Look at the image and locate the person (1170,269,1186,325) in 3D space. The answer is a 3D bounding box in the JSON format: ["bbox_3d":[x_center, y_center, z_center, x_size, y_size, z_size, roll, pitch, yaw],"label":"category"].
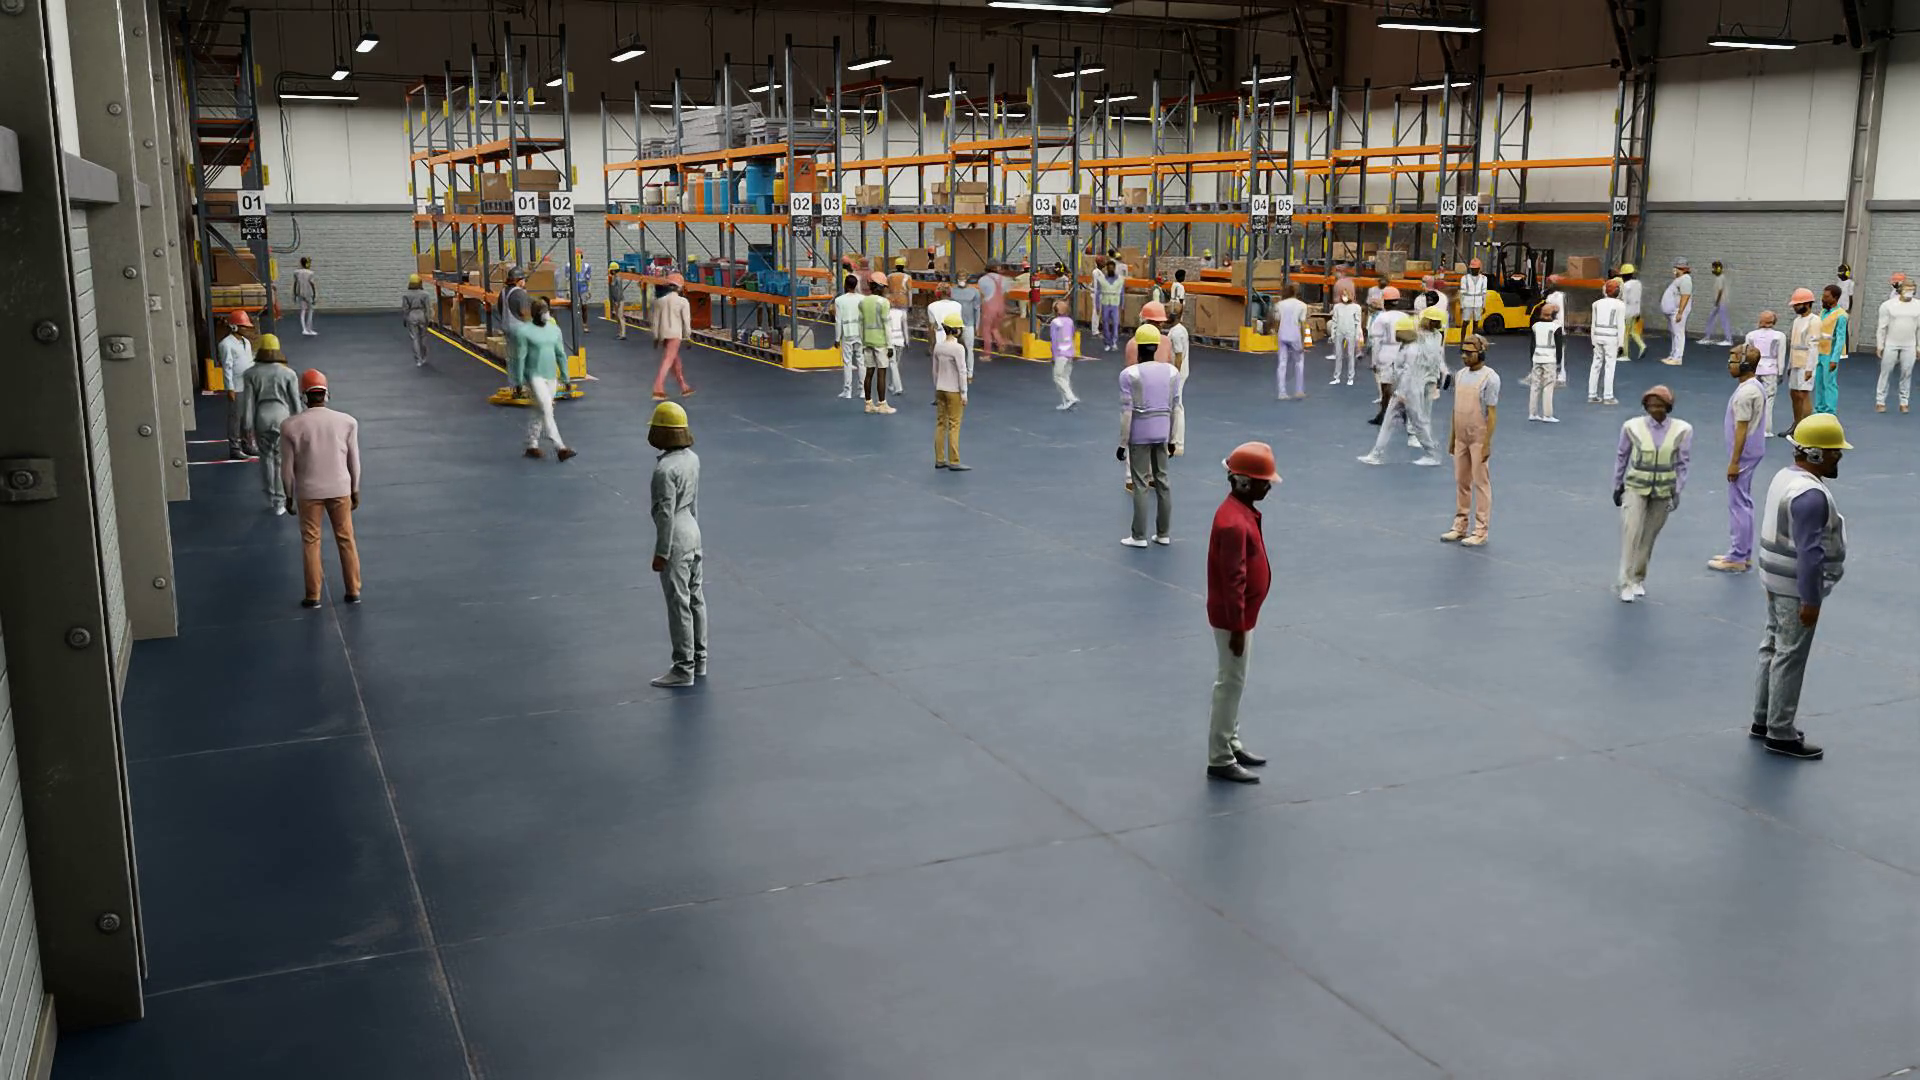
[{"bbox_3d":[4.636,-4.915,35.415,0.320,1.686,0.542,-2,11,-12],"label":"person"}]

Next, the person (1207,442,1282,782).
[{"bbox_3d":[1.434,0.364,8.455,0.355,1.739,0.574,3,11,13],"label":"person"}]

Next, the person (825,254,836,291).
[{"bbox_3d":[-3.947,-8.079,51.663,0.521,1.617,0.549,0,11,2],"label":"person"}]

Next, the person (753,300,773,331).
[{"bbox_3d":[-4.574,-5.774,38.877,0.609,2.040,0.395,2,11,8],"label":"person"}]

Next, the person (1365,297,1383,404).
[{"bbox_3d":[6.352,-2.873,25.214,0.442,1.611,0.535,-2,11,-9],"label":"person"}]

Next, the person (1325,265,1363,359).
[{"bbox_3d":[7.599,-4.460,32.658,0.693,1.871,0.663,10,15,42],"label":"person"}]

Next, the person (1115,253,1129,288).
[{"bbox_3d":[4.598,-7.456,48.258,0.535,1.720,0.897,6,13,28],"label":"person"}]

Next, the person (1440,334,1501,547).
[{"bbox_3d":[4.451,-0.867,14.457,0.339,1.839,0.504,-5,12,-25],"label":"person"}]

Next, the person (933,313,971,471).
[{"bbox_3d":[-0.087,-1.663,18.686,0.321,1.767,0.533,-9,14,-37],"label":"person"}]

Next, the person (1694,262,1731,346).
[{"bbox_3d":[16.461,-5.138,36.203,0.837,1.818,0.511,2,11,11],"label":"person"}]

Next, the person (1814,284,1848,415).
[{"bbox_3d":[11.705,-2.478,22.430,0.392,1.922,0.592,0,11,-1],"label":"person"}]

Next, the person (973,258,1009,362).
[{"bbox_3d":[0.578,-4.491,32.355,0.699,2.000,0.536,-10,15,-41],"label":"person"}]

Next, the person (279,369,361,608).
[{"bbox_3d":[-4.699,-0.382,12.237,0.561,1.743,0.351,-7,13,-32],"label":"person"}]

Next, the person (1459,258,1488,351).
[{"bbox_3d":[10.713,-4.902,34.712,0.547,1.934,0.376,1,11,5],"label":"person"}]

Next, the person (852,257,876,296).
[{"bbox_3d":[-2.139,-5.347,37.080,0.676,1.890,0.537,-3,12,-17],"label":"person"}]

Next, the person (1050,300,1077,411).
[{"bbox_3d":[1.550,-2.672,24.197,0.530,1.619,0.536,10,15,41],"label":"person"}]

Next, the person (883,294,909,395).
[{"bbox_3d":[-1.074,-3.130,26.595,0.532,1.588,0.866,-6,13,-30],"label":"person"}]

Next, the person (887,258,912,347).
[{"bbox_3d":[-1.289,-5.100,35.778,0.582,1.919,0.401,4,12,18],"label":"person"}]

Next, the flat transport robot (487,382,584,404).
[{"bbox_3d":[-6.517,-2.265,25.556,0.652,0.197,1.431,6,13,28],"label":"flat transport robot"}]

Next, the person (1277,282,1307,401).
[{"bbox_3d":[5.133,-3.069,25.687,0.521,1.818,0.717,7,13,30],"label":"person"}]

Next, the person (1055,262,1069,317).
[{"bbox_3d":[2.136,-4.927,35.051,0.325,1.861,0.501,-5,12,-23],"label":"person"}]

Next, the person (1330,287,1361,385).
[{"bbox_3d":[6.479,-3.423,27.963,0.506,1.633,0.279,7,13,30],"label":"person"}]

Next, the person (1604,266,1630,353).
[{"bbox_3d":[13.502,-4.724,34.158,0.564,1.791,0.659,-8,14,-37],"label":"person"}]

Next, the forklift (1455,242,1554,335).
[{"bbox_3d":[13.047,-6.049,39.881,2.313,2.155,1.214,-5,12,-23],"label":"forklift"}]

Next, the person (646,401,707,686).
[{"bbox_3d":[-1.749,0.024,10.168,0.296,1.745,0.484,3,11,14],"label":"person"}]

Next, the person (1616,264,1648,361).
[{"bbox_3d":[13.012,-4.391,32.197,0.628,1.901,0.573,-7,13,-33],"label":"person"}]

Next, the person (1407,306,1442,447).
[{"bbox_3d":[5.787,-2.020,20.571,0.487,1.737,0.320,-8,14,-35],"label":"person"}]

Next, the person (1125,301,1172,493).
[{"bbox_3d":[1.956,-1.455,17.094,0.617,1.982,0.405,-8,14,-37],"label":"person"}]

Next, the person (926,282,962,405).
[{"bbox_3d":[-0.226,-2.932,24.930,0.572,1.843,0.373,-6,13,-29],"label":"person"}]

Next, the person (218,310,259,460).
[{"bbox_3d":[-8.433,-1.818,19.532,0.350,1.743,0.564,1,11,7],"label":"person"}]

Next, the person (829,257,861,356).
[{"bbox_3d":[-2.352,-4.753,33.821,0.632,1.985,1.034,-5,12,-22],"label":"person"}]

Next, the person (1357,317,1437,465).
[{"bbox_3d":[5.065,-1.687,18.976,0.897,1.691,0.503,0,11,-3],"label":"person"}]

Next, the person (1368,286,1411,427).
[{"bbox_3d":[5.824,-2.437,22.282,0.543,1.912,0.830,-6,13,-27],"label":"person"}]

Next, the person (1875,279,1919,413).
[{"bbox_3d":[13.570,-2.790,24.007,0.633,1.930,0.369,4,12,19],"label":"person"}]
